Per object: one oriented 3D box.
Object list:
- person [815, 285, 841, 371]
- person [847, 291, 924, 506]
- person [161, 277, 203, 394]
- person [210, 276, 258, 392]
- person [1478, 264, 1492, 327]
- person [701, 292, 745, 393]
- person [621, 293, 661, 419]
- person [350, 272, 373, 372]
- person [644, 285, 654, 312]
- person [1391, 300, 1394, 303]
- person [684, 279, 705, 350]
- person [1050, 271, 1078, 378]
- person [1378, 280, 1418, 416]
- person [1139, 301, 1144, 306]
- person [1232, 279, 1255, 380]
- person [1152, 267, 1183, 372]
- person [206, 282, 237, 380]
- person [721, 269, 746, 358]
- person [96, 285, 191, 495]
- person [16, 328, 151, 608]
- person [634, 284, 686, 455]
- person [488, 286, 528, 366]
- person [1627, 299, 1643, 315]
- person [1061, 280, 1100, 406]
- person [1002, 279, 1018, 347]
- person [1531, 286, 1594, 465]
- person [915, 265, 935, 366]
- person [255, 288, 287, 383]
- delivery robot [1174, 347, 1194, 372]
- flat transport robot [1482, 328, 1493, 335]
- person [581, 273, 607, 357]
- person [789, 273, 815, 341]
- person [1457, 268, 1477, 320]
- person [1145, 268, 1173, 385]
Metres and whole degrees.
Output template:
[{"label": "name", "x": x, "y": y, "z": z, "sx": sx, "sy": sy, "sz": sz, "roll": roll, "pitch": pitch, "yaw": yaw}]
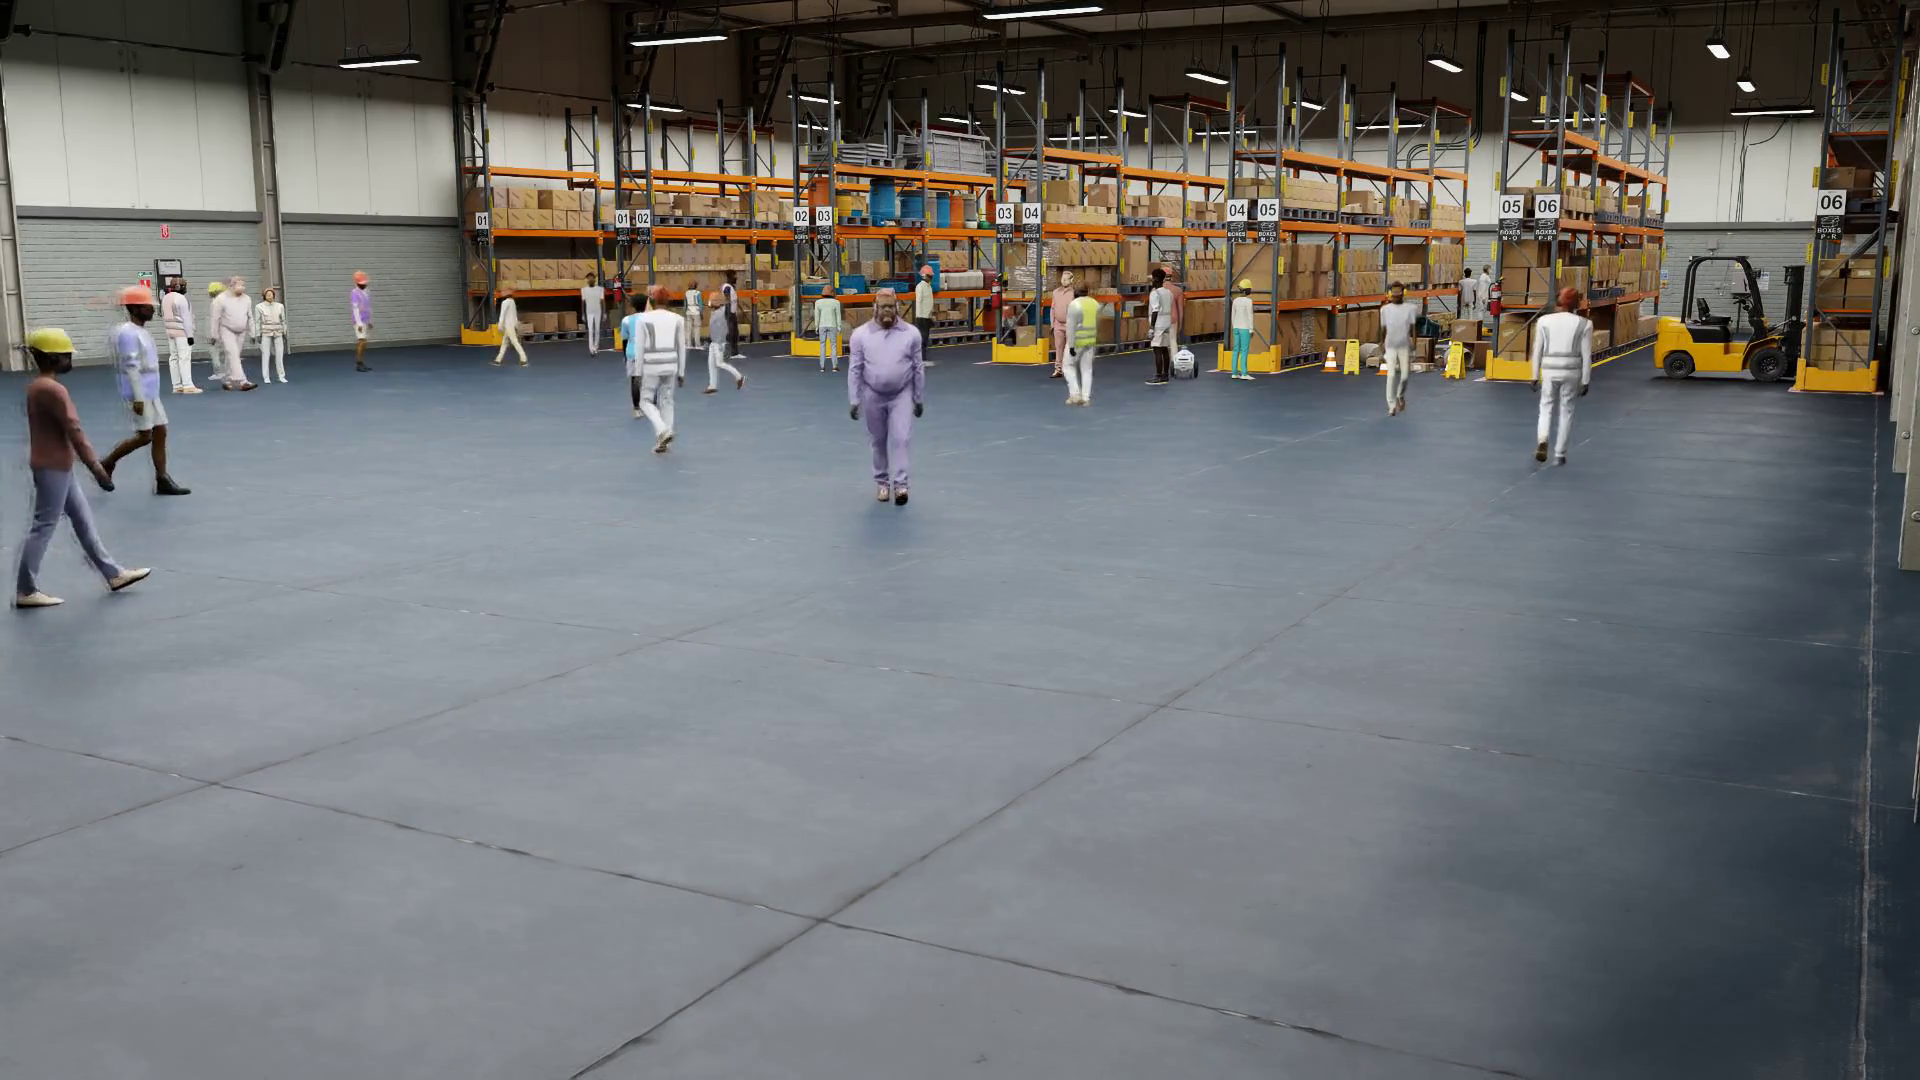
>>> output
[{"label": "person", "x": -2.495, "y": -4.002, "z": 31.462, "sx": 0.507, "sy": 1.631, "sz": 0.266, "roll": 1, "pitch": 10, "yaw": 5}, {"label": "person", "x": -0.644, "y": -1.225, "z": 14.499, "sx": 0.673, "sy": 1.862, "sz": 0.966, "roll": 0, "pitch": 10, "yaw": -2}, {"label": "person", "x": -12.356, "y": -3.235, "z": 26.381, "sx": 0.619, "sy": 1.839, "sz": 0.430, "roll": 7, "pitch": 12, "yaw": 34}, {"label": "person", "x": -11.700, "y": -3.309, "z": 26.789, "sx": 1.020, "sy": 1.854, "sz": 0.679, "roll": 5, "pitch": 11, "yaw": 28}, {"label": "person", "x": 15.136, "y": -6.975, "z": 47.975, "sx": 0.370, "sy": 1.941, "sz": 0.627, "roll": 4, "pitch": 11, "yaw": 23}, {"label": "person", "x": -3.784, "y": -3.124, "z": 26.381, "sx": 0.639, "sy": 1.613, "sz": 0.506, "roll": -4, "pitch": 11, "yaw": -24}, {"label": "person", "x": -4.256, "y": -2.475, "z": 22.370, "sx": 0.553, "sy": 1.671, "sz": 0.683, "roll": 1, "pitch": 10, "yaw": 4}, {"label": "person", "x": -11.272, "y": -4.103, "z": 31.337, "sx": 0.481, "sy": 1.888, "sz": 0.630, "roll": 1, "pitch": 10, "yaw": 7}, {"label": "person", "x": -5.842, "y": -4.029, "z": 31.661, "sx": 0.553, "sy": 1.613, "sz": 0.666, "roll": 1, "pitch": 10, "yaw": 5}, {"label": "person", "x": 12.684, "y": -7.148, "z": 48.691, "sx": 0.638, "sy": 2.000, "sz": 0.692, "roll": 8, "pitch": 12, "yaw": 38}, {"label": "person", "x": -6.175, "y": -5.224, "z": 38.604, "sx": 0.522, "sy": 1.636, "sz": 0.310, "roll": 6, "pitch": 11, "yaw": 32}, {"label": "person", "x": 1.887, "y": -3.832, "z": 29.653, "sx": 0.641, "sy": 1.913, "sz": 0.407, "roll": 5, "pitch": 11, "yaw": 28}, {"label": "person", "x": 5.986, "y": -2.619, "z": 22.730, "sx": 0.536, "sy": 1.850, "sz": 0.443, "roll": 3, "pitch": 10, "yaw": 14}, {"label": "person", "x": 5.667, "y": -7.553, "z": 51.374, "sx": 0.374, "sy": 1.934, "sz": 0.627, "roll": 6, "pitch": 11, "yaw": 31}, {"label": "person", "x": 4.997, "y": -3.702, "z": 29.318, "sx": 0.317, "sy": 1.769, "sz": 0.523, "roll": -5, "pitch": 11, "yaw": -28}, {"label": "person", "x": 3.880, "y": -4.124, "z": 31.221, "sx": 0.635, "sy": 1.962, "sz": 0.568, "roll": -1, "pitch": 10, "yaw": -5}, {"label": "person", "x": -12.991, "y": -3.645, "z": 29.115, "sx": 0.667, "sy": 1.714, "sz": 0.500, "roll": -5, "pitch": 11, "yaw": -29}, {"label": "person", "x": -4.918, "y": -4.810, "z": 35.391, "sx": 0.624, "sy": 1.906, "sz": 0.605, "roll": 1, "pitch": 10, "yaw": 4}, {"label": "person", "x": -7.444, "y": -1.336, "z": 15.020, "sx": 0.723, "sy": 1.923, "sz": 0.555, "roll": -1, "pitch": 10, "yaw": -7}, {"label": "person", "x": -5.578, "y": -0.458, "z": 10.444, "sx": 0.836, "sy": 1.727, "sz": 0.530, "roll": -8, "pitch": 12, "yaw": -38}, {"label": "person", "x": -3.249, "y": -1.835, "z": 18.071, "sx": 0.597, "sy": 1.873, "sz": 0.461, "roll": -7, "pitch": 12, "yaw": -35}, {"label": "person", "x": -8.956, "y": -4.235, "z": 32.950, "sx": 0.852, "sy": 1.583, "sz": 0.516, "roll": 1, "pitch": 10, "yaw": 5}, {"label": "person", "x": 18.050, "y": -6.388, "z": 44.571, "sx": 0.617, "sy": 1.944, "sz": 1.055, "roll": -3, "pitch": 10, "yaw": -15}, {"label": "person", "x": 1.732, "y": -2.845, "z": 24.124, "sx": 0.642, "sy": 1.823, "sz": 0.494, "roll": -8, "pitch": 12, "yaw": -38}, {"label": "person", "x": 1.067, "y": -5.018, "z": 37.321, "sx": 0.533, "sy": 1.664, "sz": 0.803, "roll": 3, "pitch": 10, "yaw": 18}, {"label": "person", "x": 6.215, "y": -1.687, "z": 17.212, "sx": 0.610, "sy": 1.871, "sz": 0.529, "roll": 6, "pitch": 11, "yaw": 29}, {"label": "person", "x": -0.688, "y": -4.451, "z": 33.035, "sx": 0.396, "sy": 1.992, "sz": 0.622, "roll": 3, "pitch": 10, "yaw": 19}, {"label": "person", "x": -11.820, "y": -3.501, "z": 28.538, "sx": 0.515, "sy": 1.634, "sz": 0.312, "roll": -9, "pitch": 13, "yaw": -41}, {"label": "delivery robot", "x": 4.008, "y": -3.216, "z": 29.720, "sx": 0.477, "sy": 0.478, "sz": 0.707, "roll": 1, "pitch": 10, "yaw": 9}, {"label": "flat transport robot", "x": 14.007, "y": -5.715, "z": 45.475, "sx": 0.652, "sy": 0.197, "sz": 1.431, "roll": -1, "pitch": 10, "yaw": -7}, {"label": "person", "x": -7.982, "y": -4.915, "z": 36.268, "sx": 0.535, "sy": 1.830, "sz": 0.963, "roll": -3, "pitch": 10, "yaw": -15}, {"label": "person", "x": -3.616, "y": -5.177, "z": 37.873, "sx": 0.603, "sy": 1.799, "sz": 0.882, "roll": 5, "pitch": 11, "yaw": 26}, {"label": "person", "x": 13.624, "y": -6.375, "z": 44.707, "sx": 0.509, "sy": 1.860, "sz": 0.333, "roll": 2, "pitch": 10, "yaw": 14}, {"label": "person", "x": 3.376, "y": -3.613, "z": 28.206, "sx": 0.373, "sy": 1.966, "sz": 0.607, "roll": 7, "pitch": 12, "yaw": 36}]
